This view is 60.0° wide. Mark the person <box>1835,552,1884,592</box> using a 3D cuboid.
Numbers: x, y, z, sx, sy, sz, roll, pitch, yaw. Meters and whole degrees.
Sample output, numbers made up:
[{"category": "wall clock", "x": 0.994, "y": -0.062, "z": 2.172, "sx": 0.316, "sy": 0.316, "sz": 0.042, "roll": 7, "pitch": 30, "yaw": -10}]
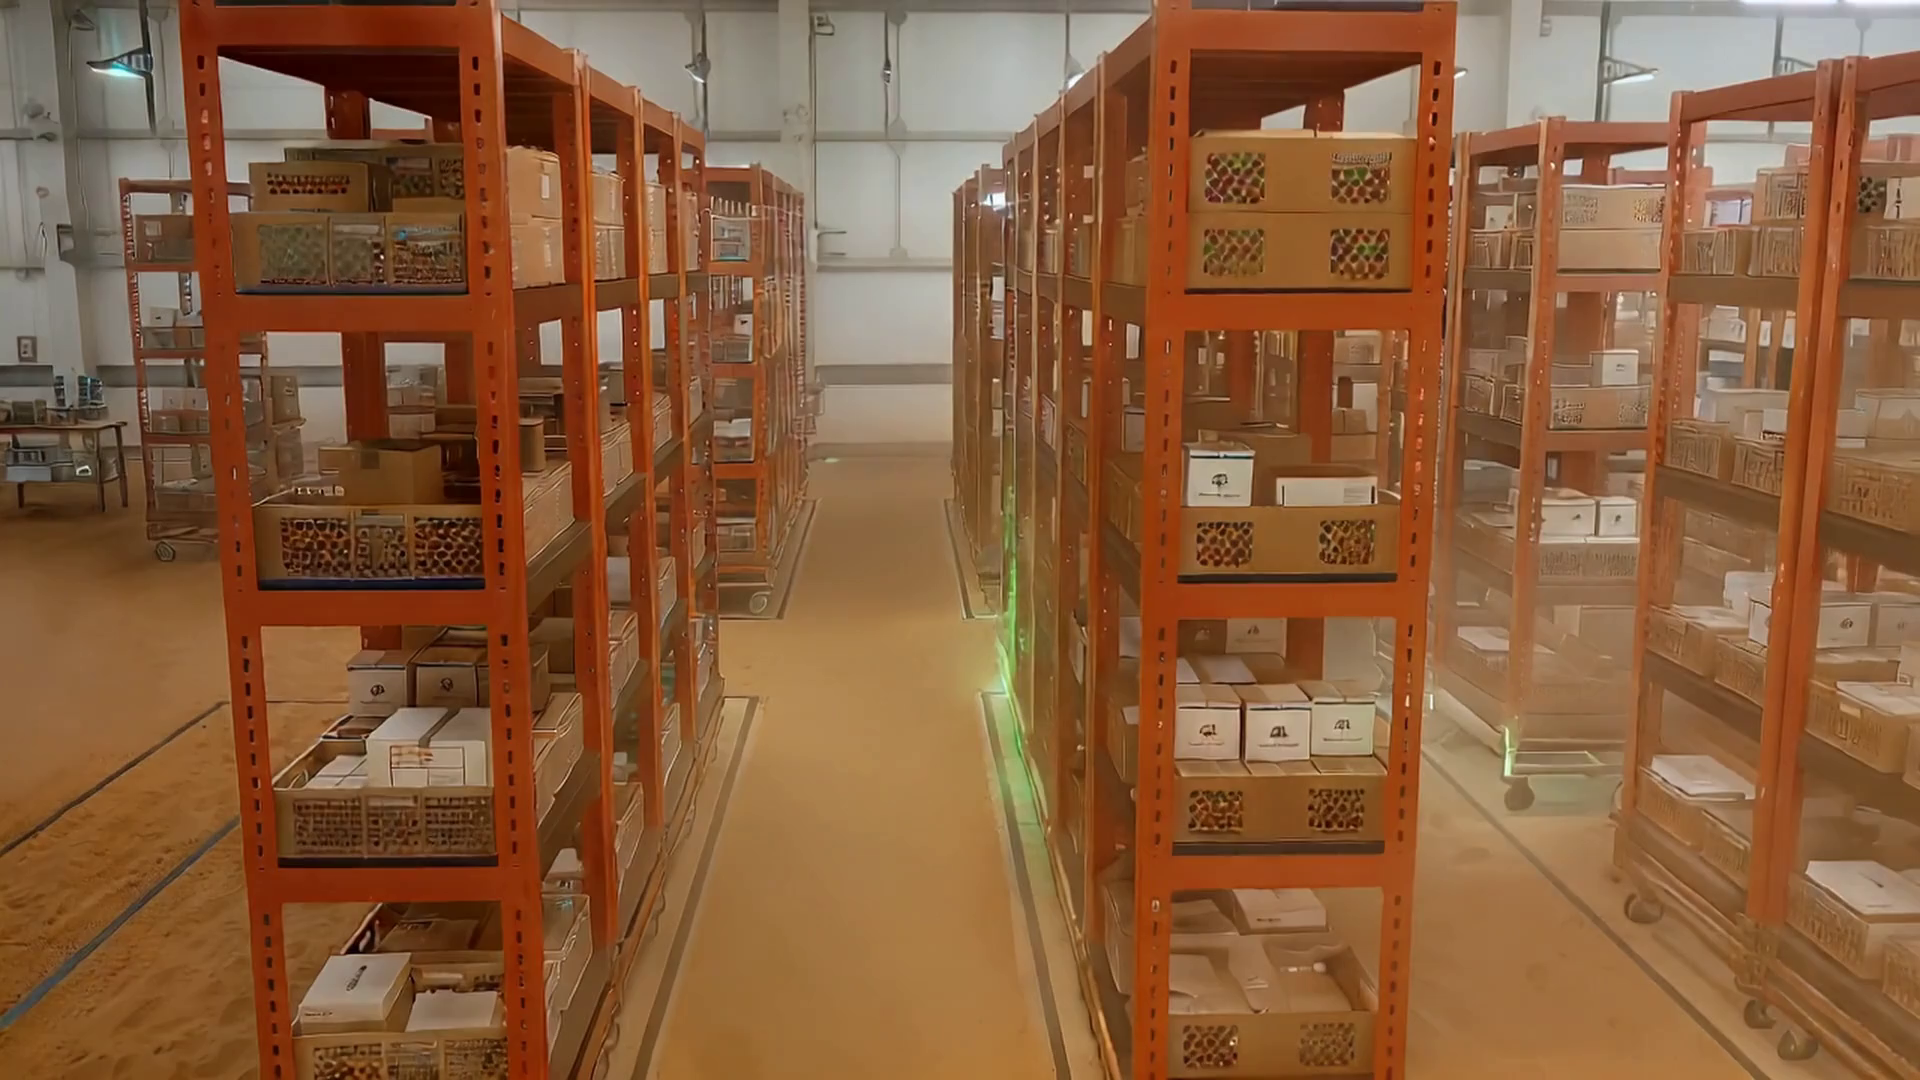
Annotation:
[{"category": "person", "x": 6.697, "y": -0.086, "z": 12.249, "sx": 0.591, "sy": 1.837, "sz": 0.403, "roll": -4, "pitch": 11, "yaw": -24}]

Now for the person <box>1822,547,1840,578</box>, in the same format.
[{"category": "person", "x": 6.985, "y": -0.328, "z": 13.319, "sx": 0.525, "sy": 1.945, "sz": 0.657, "roll": 0, "pitch": 10, "yaw": -2}]

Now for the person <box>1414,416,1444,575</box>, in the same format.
[{"category": "person", "x": 4.295, "y": -0.571, "z": 15.043, "sx": 0.579, "sy": 1.823, "sz": 0.668, "roll": -2, "pitch": 10, "yaw": -10}]
